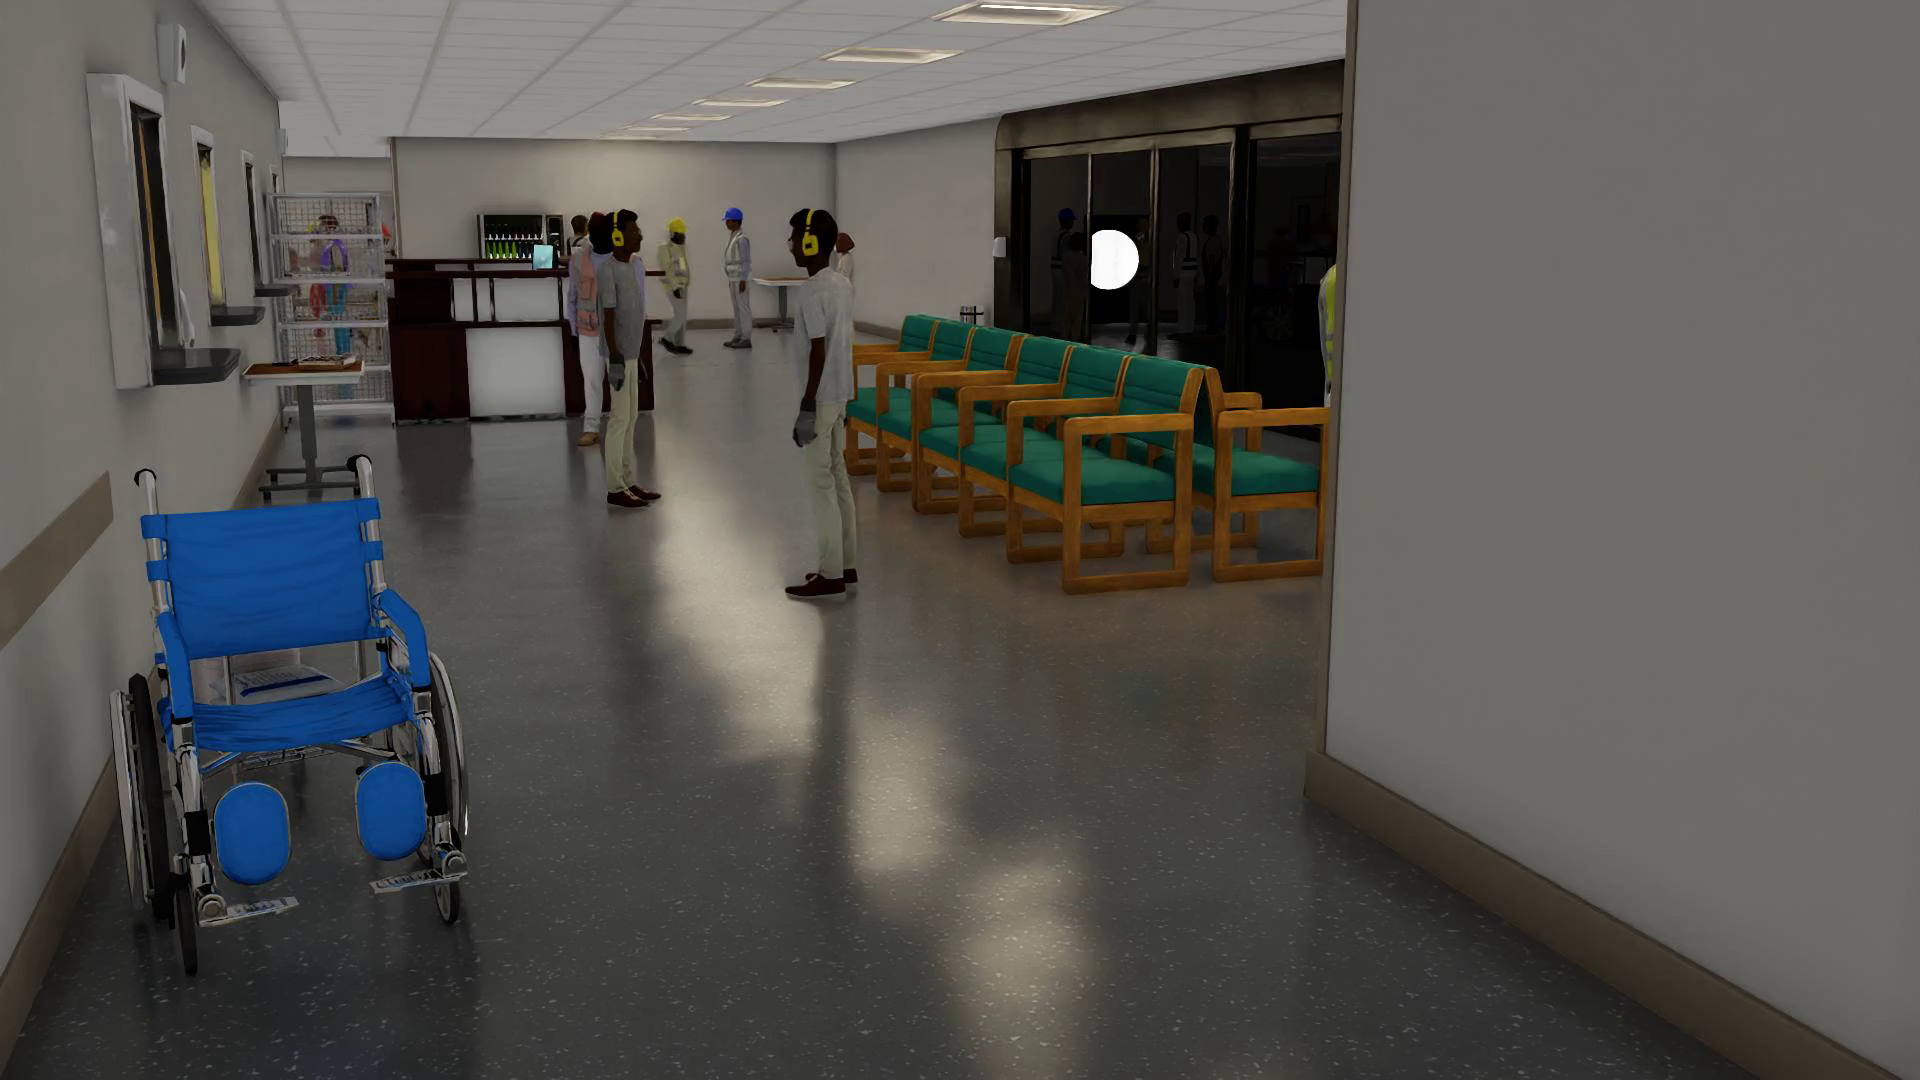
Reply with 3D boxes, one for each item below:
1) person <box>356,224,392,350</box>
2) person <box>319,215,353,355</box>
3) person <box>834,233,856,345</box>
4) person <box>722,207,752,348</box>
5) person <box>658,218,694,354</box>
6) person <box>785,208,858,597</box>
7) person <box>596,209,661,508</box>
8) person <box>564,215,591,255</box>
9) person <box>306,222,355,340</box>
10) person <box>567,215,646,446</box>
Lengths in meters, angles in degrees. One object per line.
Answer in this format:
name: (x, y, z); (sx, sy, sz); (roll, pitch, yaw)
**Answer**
person: (-7.953, -3.434, 22.656); (0.498, 1.732, 0.566); (-6, 12, -27)
person: (-7.729, -3.091, 20.602); (0.389, 1.849, 0.567); (-6, 12, -27)
person: (-1.460, -3.088, 21.172); (0.285, 1.627, 0.504); (0, 11, -1)
person: (-3.098, -3.646, 23.186); (0.403, 1.948, 0.605); (-5, 12, -24)
person: (-3.730, -3.344, 21.993); (0.427, 1.806, 0.608); (4, 12, 20)
person: (-0.678, -0.652, 8.038); (0.312, 1.866, 0.538); (3, 11, 15)
person: (-2.116, -1.149, 10.568); (0.326, 1.876, 0.518); (1, 11, 5)
person: (-4.944, -3.318, 21.766); (0.513, 1.845, 0.340); (9, 14, 38)
person: (-9.314, -3.781, 24.434); (0.662, 1.749, 0.521); (1, 11, 7)
person: (-2.824, -1.661, 13.286); (0.624, 1.844, 0.430); (1, 11, 5)
